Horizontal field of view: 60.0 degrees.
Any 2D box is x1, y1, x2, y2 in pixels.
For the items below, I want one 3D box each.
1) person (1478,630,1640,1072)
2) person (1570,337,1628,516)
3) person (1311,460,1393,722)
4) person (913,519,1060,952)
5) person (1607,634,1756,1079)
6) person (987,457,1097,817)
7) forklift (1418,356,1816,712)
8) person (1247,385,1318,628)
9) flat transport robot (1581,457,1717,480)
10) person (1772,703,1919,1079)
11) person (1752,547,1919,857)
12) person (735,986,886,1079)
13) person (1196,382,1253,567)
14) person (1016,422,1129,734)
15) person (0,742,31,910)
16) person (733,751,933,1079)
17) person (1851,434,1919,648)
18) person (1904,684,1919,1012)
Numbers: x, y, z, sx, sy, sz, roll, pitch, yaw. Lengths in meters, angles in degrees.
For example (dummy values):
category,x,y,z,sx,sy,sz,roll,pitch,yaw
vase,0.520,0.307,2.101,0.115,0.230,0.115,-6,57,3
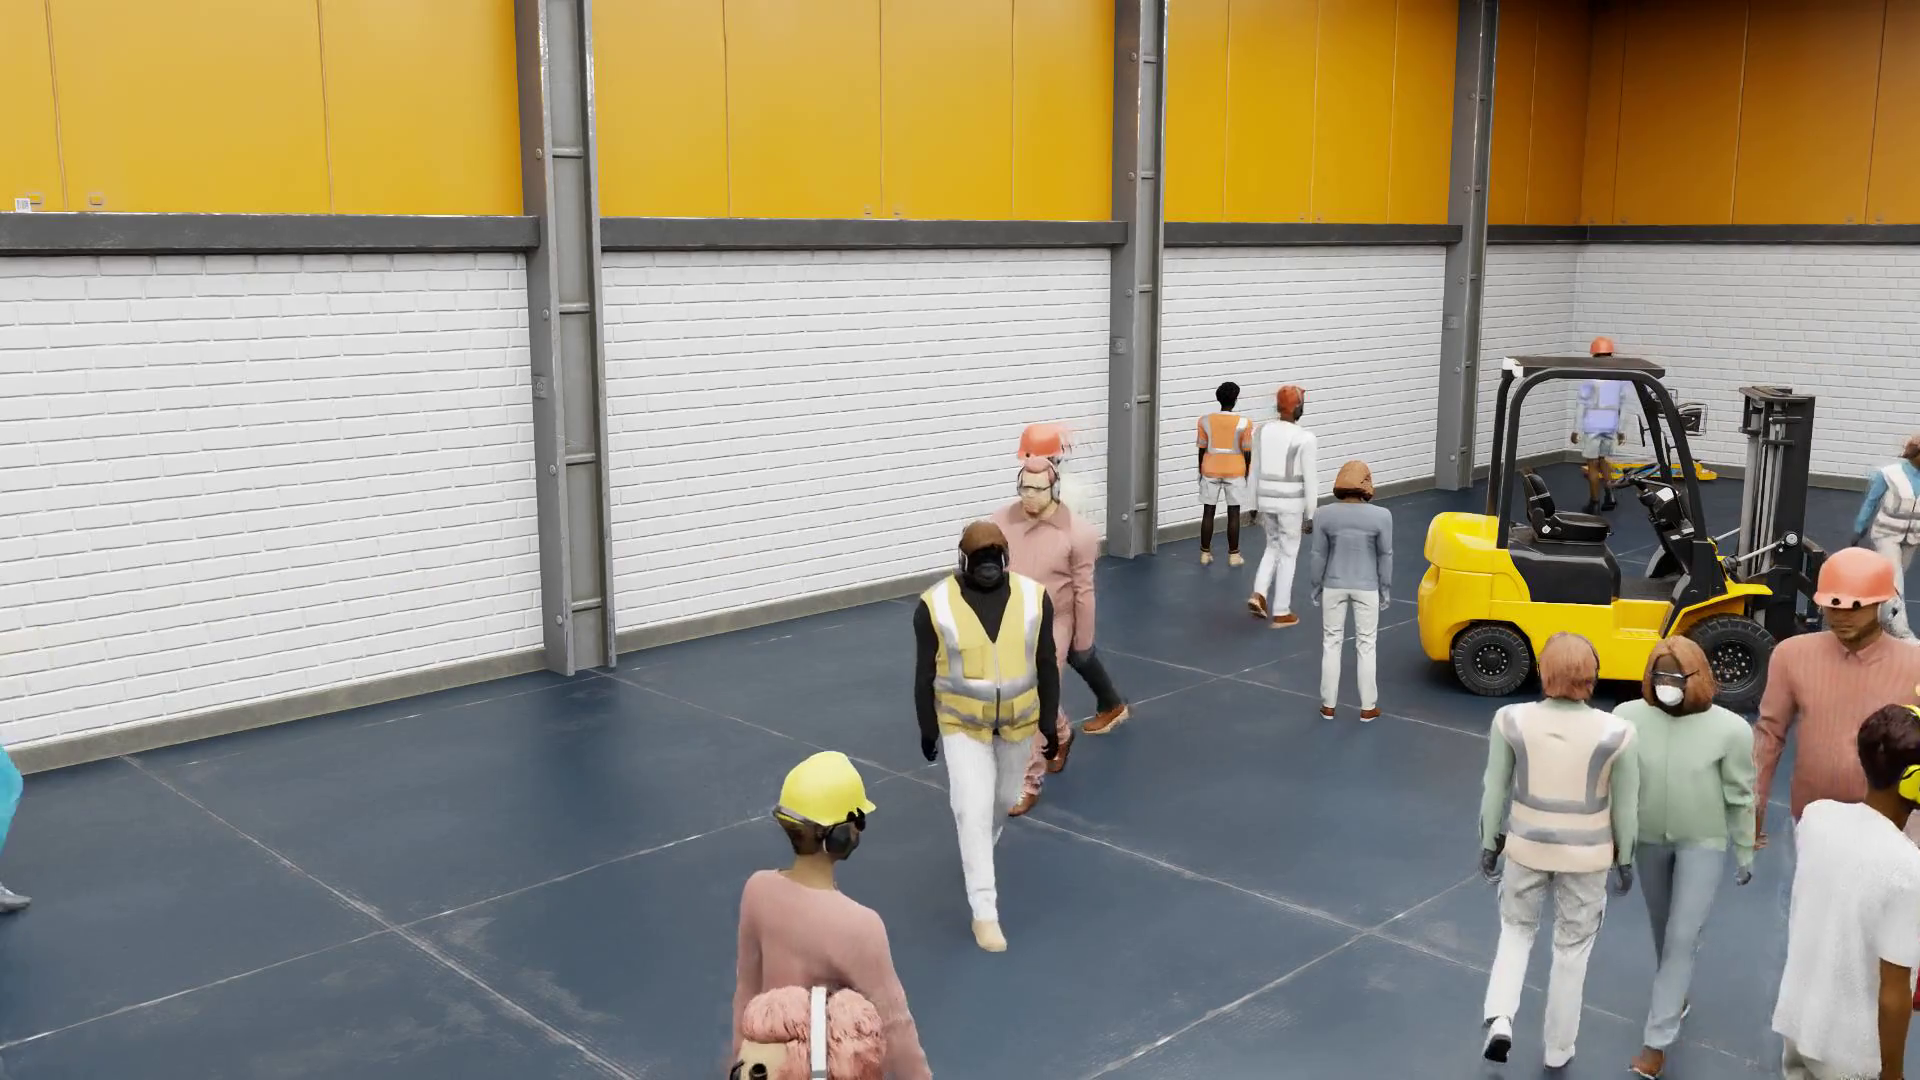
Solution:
category,x,y,z,sx,sy,sz,roll,pitch,yaw
person,2.114,1.132,5.905,0.528,1.628,0.420,6,12,29
person,6.871,-1.220,17.915,0.541,1.923,0.413,-3,11,-14
person,2.426,0.316,10.332,0.498,1.633,0.282,4,11,19
person,0.108,0.781,7.336,0.623,1.812,0.920,-2,11,-12
person,2.573,1.123,6.044,0.514,1.581,0.847,9,14,40
person,0.437,0.458,8.928,0.627,1.867,0.915,7,12,32
forklift,4.276,-0.101,11.076,2.313,2.155,1.214,2,11,13
person,2.484,-0.251,12.760,0.419,1.871,0.604,-10,14,-43
flat transport robot,8.555,-0.899,20.674,1.431,0.197,0.652,0,10,3
person,2.299,1.315,4.311,0.404,1.847,0.556,-2,11,-9
person,3.187,0.966,6.000,0.657,1.940,0.991,10,14,42
person,-0.219,1.598,2.602,0.404,1.906,0.645,-1,10,-7
person,2.410,-0.595,15.147,0.531,1.690,0.319,4,11,20
person,0.559,0.250,9.903,0.997,1.940,0.596,-6,12,-31
person,-4.423,0.773,7.315,0.585,1.819,0.551,7,12,33
person,-0.335,1.387,4.280,0.932,1.713,0.536,-8,13,-38
person,6.918,-0.013,12.279,0.554,1.575,0.853,0,10,1
person,3.304,1.156,5.455,0.637,1.740,0.557,-4,11,-23
